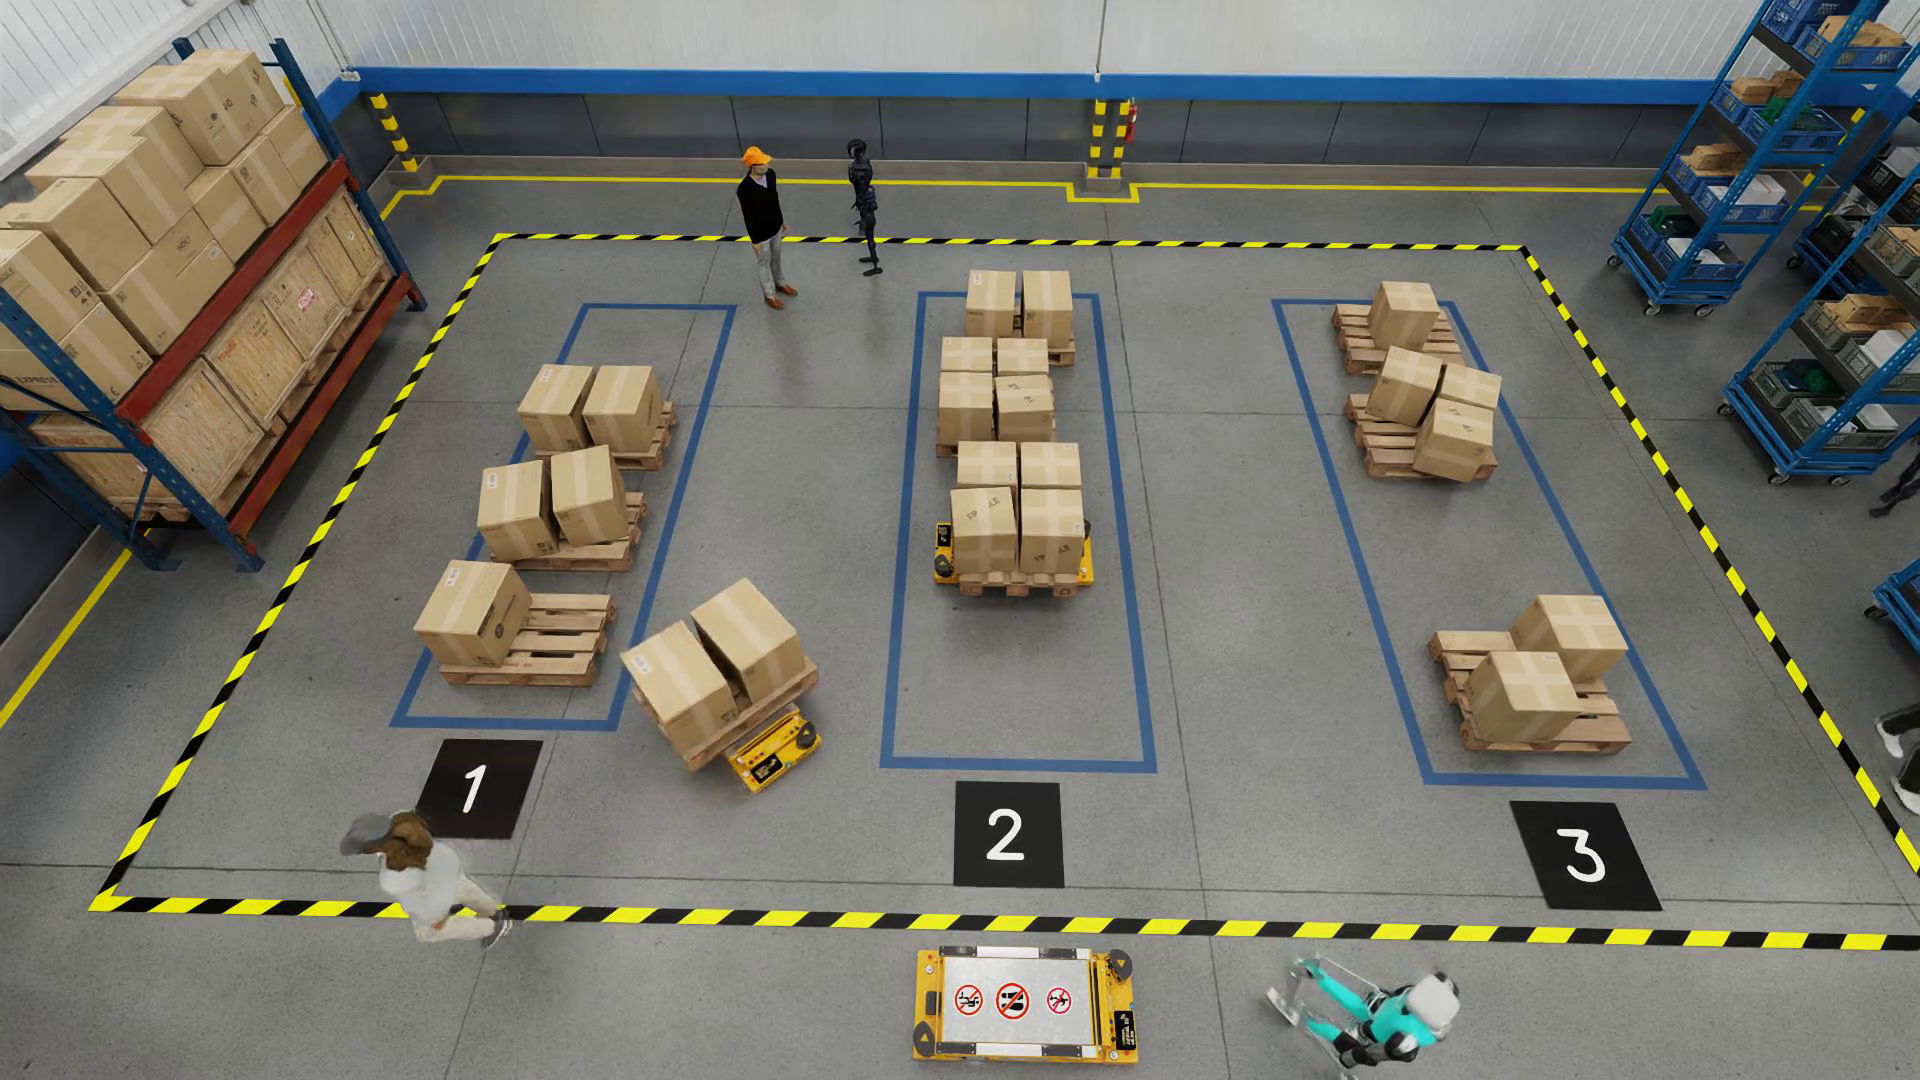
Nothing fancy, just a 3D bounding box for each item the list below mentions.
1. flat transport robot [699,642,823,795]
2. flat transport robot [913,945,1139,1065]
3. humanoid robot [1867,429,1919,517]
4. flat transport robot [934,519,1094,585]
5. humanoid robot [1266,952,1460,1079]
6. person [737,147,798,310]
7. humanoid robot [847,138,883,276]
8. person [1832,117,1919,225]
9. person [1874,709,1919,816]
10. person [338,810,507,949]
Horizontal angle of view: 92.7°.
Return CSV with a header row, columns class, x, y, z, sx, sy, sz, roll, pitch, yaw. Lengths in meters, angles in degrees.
class,x,y,z,sx,sy,sz,roll,pitch,yaw
flat transport robot,-1.807,1.314,7.397,0.652,0.197,1.431,-35,59,-25
flat transport robot,0.422,3.041,6.007,1.431,0.231,0.659,1,51,1
humanoid robot,8.971,-0.853,8.281,0.642,1.633,0.599,-18,53,-14
flat transport robot,0.490,0.087,8.397,1.431,0.197,0.652,1,51,1
humanoid robot,2.228,2.717,5.349,0.540,1.753,1.039,-36,59,-25
person,-2.171,-3.495,10.293,0.359,1.884,0.586,22,54,17
humanoid robot,-1.125,-3.893,10.740,0.315,1.659,0.599,-7,51,-6
person,11.059,-4.349,10.955,0.628,1.939,0.373,36,59,26
person,7.349,1.252,6.475,0.594,1.810,0.898,2,51,2
person,-3.330,2.155,5.764,0.445,1.755,0.592,-14,52,-11
